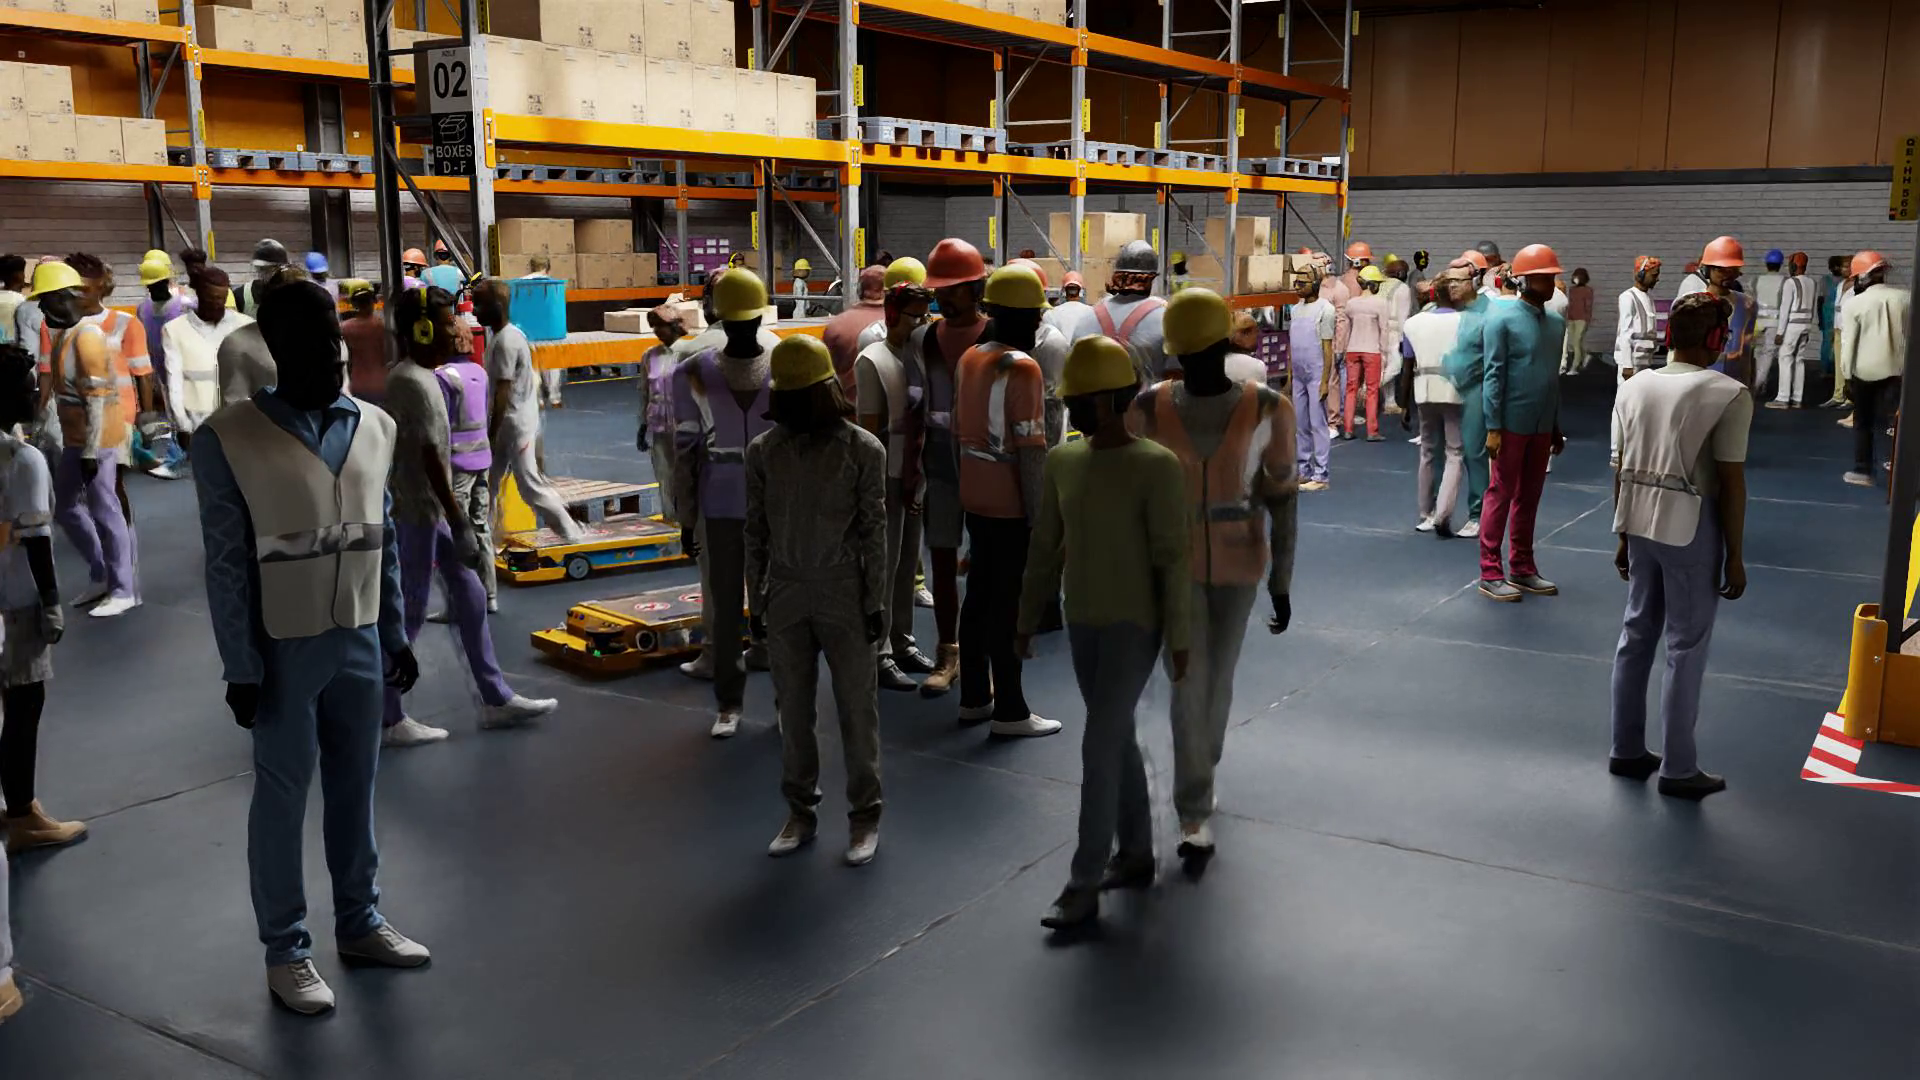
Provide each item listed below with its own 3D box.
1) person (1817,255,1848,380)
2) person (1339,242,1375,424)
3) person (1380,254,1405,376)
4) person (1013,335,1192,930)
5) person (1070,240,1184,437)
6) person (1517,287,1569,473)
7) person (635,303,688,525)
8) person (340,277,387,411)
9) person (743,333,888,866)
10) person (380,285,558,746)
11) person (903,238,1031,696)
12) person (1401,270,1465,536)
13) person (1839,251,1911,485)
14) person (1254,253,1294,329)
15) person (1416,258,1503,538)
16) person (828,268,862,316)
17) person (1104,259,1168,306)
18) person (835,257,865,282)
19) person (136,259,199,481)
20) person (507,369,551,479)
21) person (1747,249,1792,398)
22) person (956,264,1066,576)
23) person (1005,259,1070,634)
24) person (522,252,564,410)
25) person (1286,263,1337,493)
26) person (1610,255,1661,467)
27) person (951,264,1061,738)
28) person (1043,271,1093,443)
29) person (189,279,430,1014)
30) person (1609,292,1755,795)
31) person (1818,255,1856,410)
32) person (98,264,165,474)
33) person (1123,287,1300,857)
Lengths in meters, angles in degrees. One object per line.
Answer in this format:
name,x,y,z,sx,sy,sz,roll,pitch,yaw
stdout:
person,12.705,-3.216,24.112,0.626,1.803,0.453,0,10,0
person,4.351,-2.280,18.387,0.397,1.992,0.621,1,10,4
person,6.436,-3.340,24.789,0.606,1.806,0.673,-3,11,-16
person,0.369,0.266,4.974,0.767,1.734,0.554,-9,14,-41
person,0.976,-0.649,9.229,0.682,2.000,0.535,7,12,33
person,4.919,-1.506,14.380,0.646,1.900,0.400,-4,11,-23
person,-1.807,-0.679,10.542,0.562,1.624,0.366,4,11,21
person,-4.482,-1.136,12.771,0.543,1.746,0.375,3,11,18
person,-0.478,0.196,5.414,0.487,1.728,0.323,2,10,13
person,-2.009,-0.087,6.661,0.844,1.838,0.526,-3,11,-18
person,0.010,-0.294,7.308,0.615,2.029,0.409,5,11,24
person,3.331,-0.941,11.461,0.579,1.819,0.722,6,12,30
person,7.468,-1.358,13.434,0.690,1.936,0.888,1,10,6
person,5.063,-3.640,26.446,0.882,1.805,0.648,-10,14,-43
person,3.419,-0.968,11.397,0.400,1.899,0.648,-8,13,-36
person,-1.142,-2.196,18.180,0.599,1.908,0.387,-2,10,-10
person,1.421,-1.312,13.151,0.651,1.941,0.663,8,13,38
person,-1.545,-3.180,23.548,0.623,1.942,0.444,8,13,39
person,-6.657,-1.449,14.163,0.666,1.860,0.959,2,10,12
person,-3.655,-1.259,13.769,0.529,1.627,0.321,-3,11,-17
person,10.384,-2.781,21.412,0.595,1.912,0.947,10,14,43
person,0.283,-0.683,9.843,0.782,1.901,0.646,4,11,22
person,0.343,-0.478,8.603,0.387,1.929,0.544,-5,11,-26
person,-4.993,-2.436,19.571,0.663,1.896,0.881,3,11,15
person,2.816,-1.300,13.418,0.342,1.839,0.501,-6,12,-29
person,6.036,-1.587,14.848,0.355,1.887,0.574,8,13,38
person,0.195,-0.159,6.828,0.381,1.924,0.593,-6,12,-29
person,1.016,-1.535,14.942,0.560,1.749,0.329,0,10,2
person,-1.734,0.269,4.471,0.391,1.922,0.593,6,12,30
person,2.619,0.016,6.114,0.393,1.836,0.560,-5,11,-24
person,10.635,-2.472,19.873,0.374,1.841,0.574,-1,10,-5
person,-7.244,-1.455,14.308,0.803,1.818,0.512,-4,11,-23
person,0.831,0.096,5.597,0.595,1.862,0.948,1,10,8
